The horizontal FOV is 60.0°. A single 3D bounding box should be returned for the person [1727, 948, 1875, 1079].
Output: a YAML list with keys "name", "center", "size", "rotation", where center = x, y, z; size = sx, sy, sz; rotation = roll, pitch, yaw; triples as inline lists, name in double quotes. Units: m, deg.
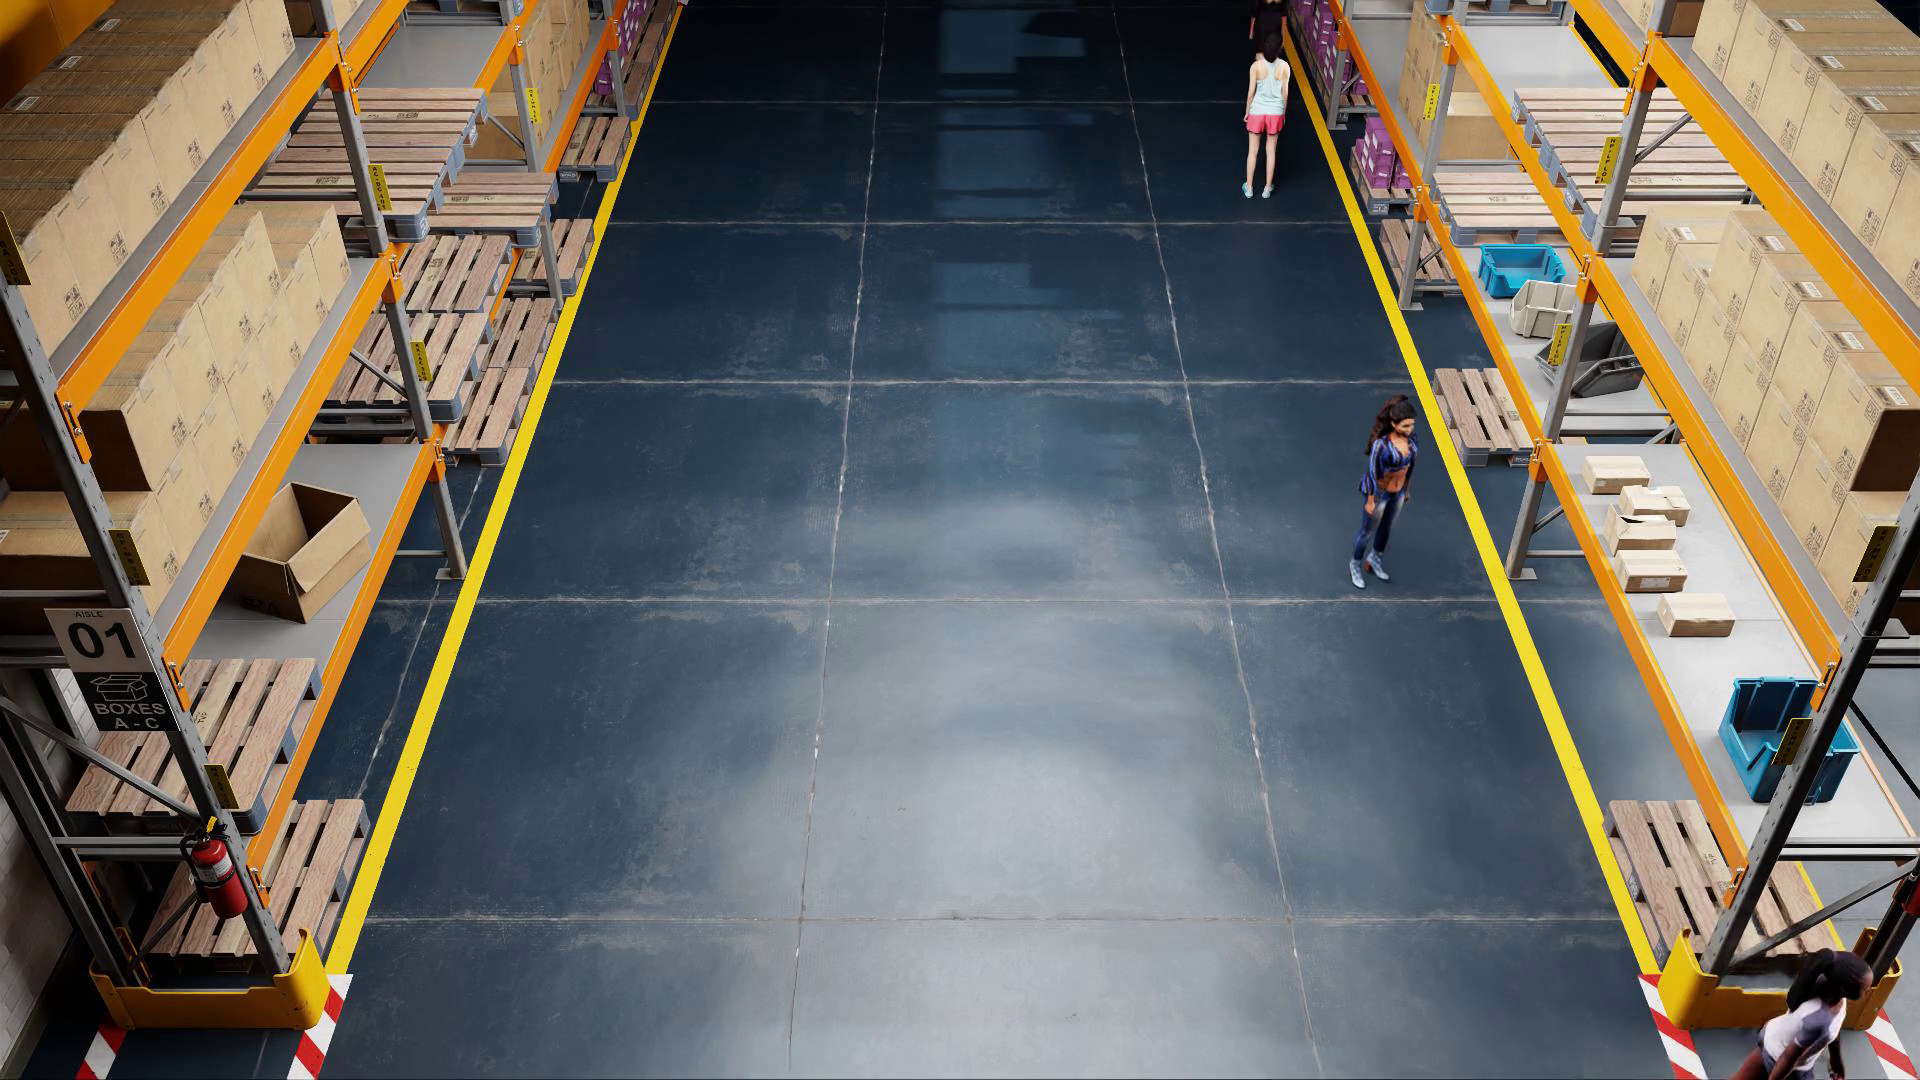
- name: "person"
  center: [4.118, 2.621, 8.487]
  size: [0.997, 1.687, 1.087]
  rotation: [19, 42, 22]

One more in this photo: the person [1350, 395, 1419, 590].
- name: "person"
  center: [3.129, -0.350, 12.264]
  size: [0.695, 1.615, 0.702]
  rotation: [-19, 42, -22]

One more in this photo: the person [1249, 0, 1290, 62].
- name: "person"
  center: [3.516, -5.757, 19.015]
  size: [0.580, 1.640, 1.063]
  rotation: [-2, 39, -3]

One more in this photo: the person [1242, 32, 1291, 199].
- name: "person"
  center: [3.167, -4.396, 17.210]
  size: [0.620, 1.765, 0.625]
  rotation: [5, 39, 7]
